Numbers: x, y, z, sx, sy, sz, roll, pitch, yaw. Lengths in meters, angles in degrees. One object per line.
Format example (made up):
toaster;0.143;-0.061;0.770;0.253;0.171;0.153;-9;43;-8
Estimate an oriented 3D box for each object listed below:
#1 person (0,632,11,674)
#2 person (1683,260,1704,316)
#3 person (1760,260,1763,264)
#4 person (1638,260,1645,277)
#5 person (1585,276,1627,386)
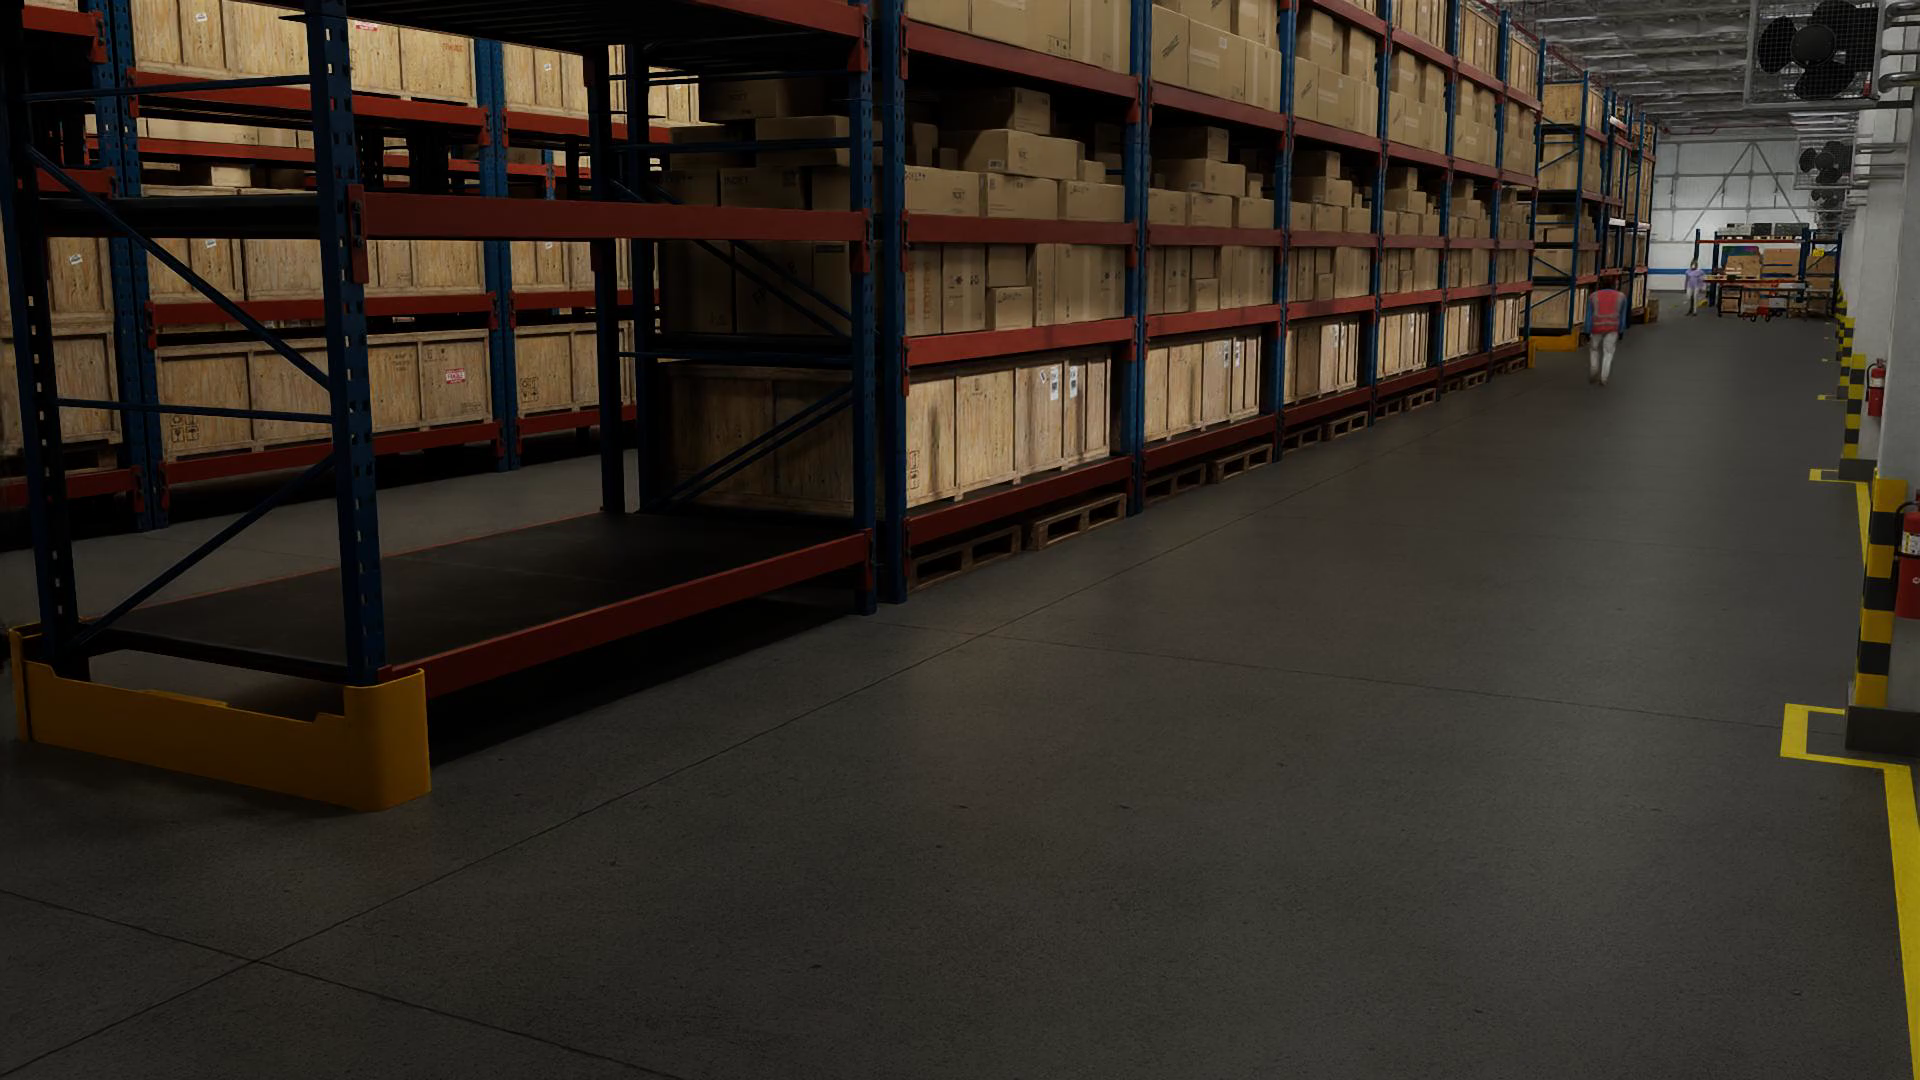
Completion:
person;-4.951;-0.127;8.004;0.574;1.874;0.981;3;10;15
person;25.183;-8.637;57.137;0.649;1.905;0.811;8;13;39
person;35.412;-11.510;73.910;0.908;1.877;0.615;6;12;33
person;33.712;-12.974;82.184;0.357;1.937;0.637;5;11;27
person;10.639;-3.451;27.463;0.646;1.792;0.953;3;10;14
